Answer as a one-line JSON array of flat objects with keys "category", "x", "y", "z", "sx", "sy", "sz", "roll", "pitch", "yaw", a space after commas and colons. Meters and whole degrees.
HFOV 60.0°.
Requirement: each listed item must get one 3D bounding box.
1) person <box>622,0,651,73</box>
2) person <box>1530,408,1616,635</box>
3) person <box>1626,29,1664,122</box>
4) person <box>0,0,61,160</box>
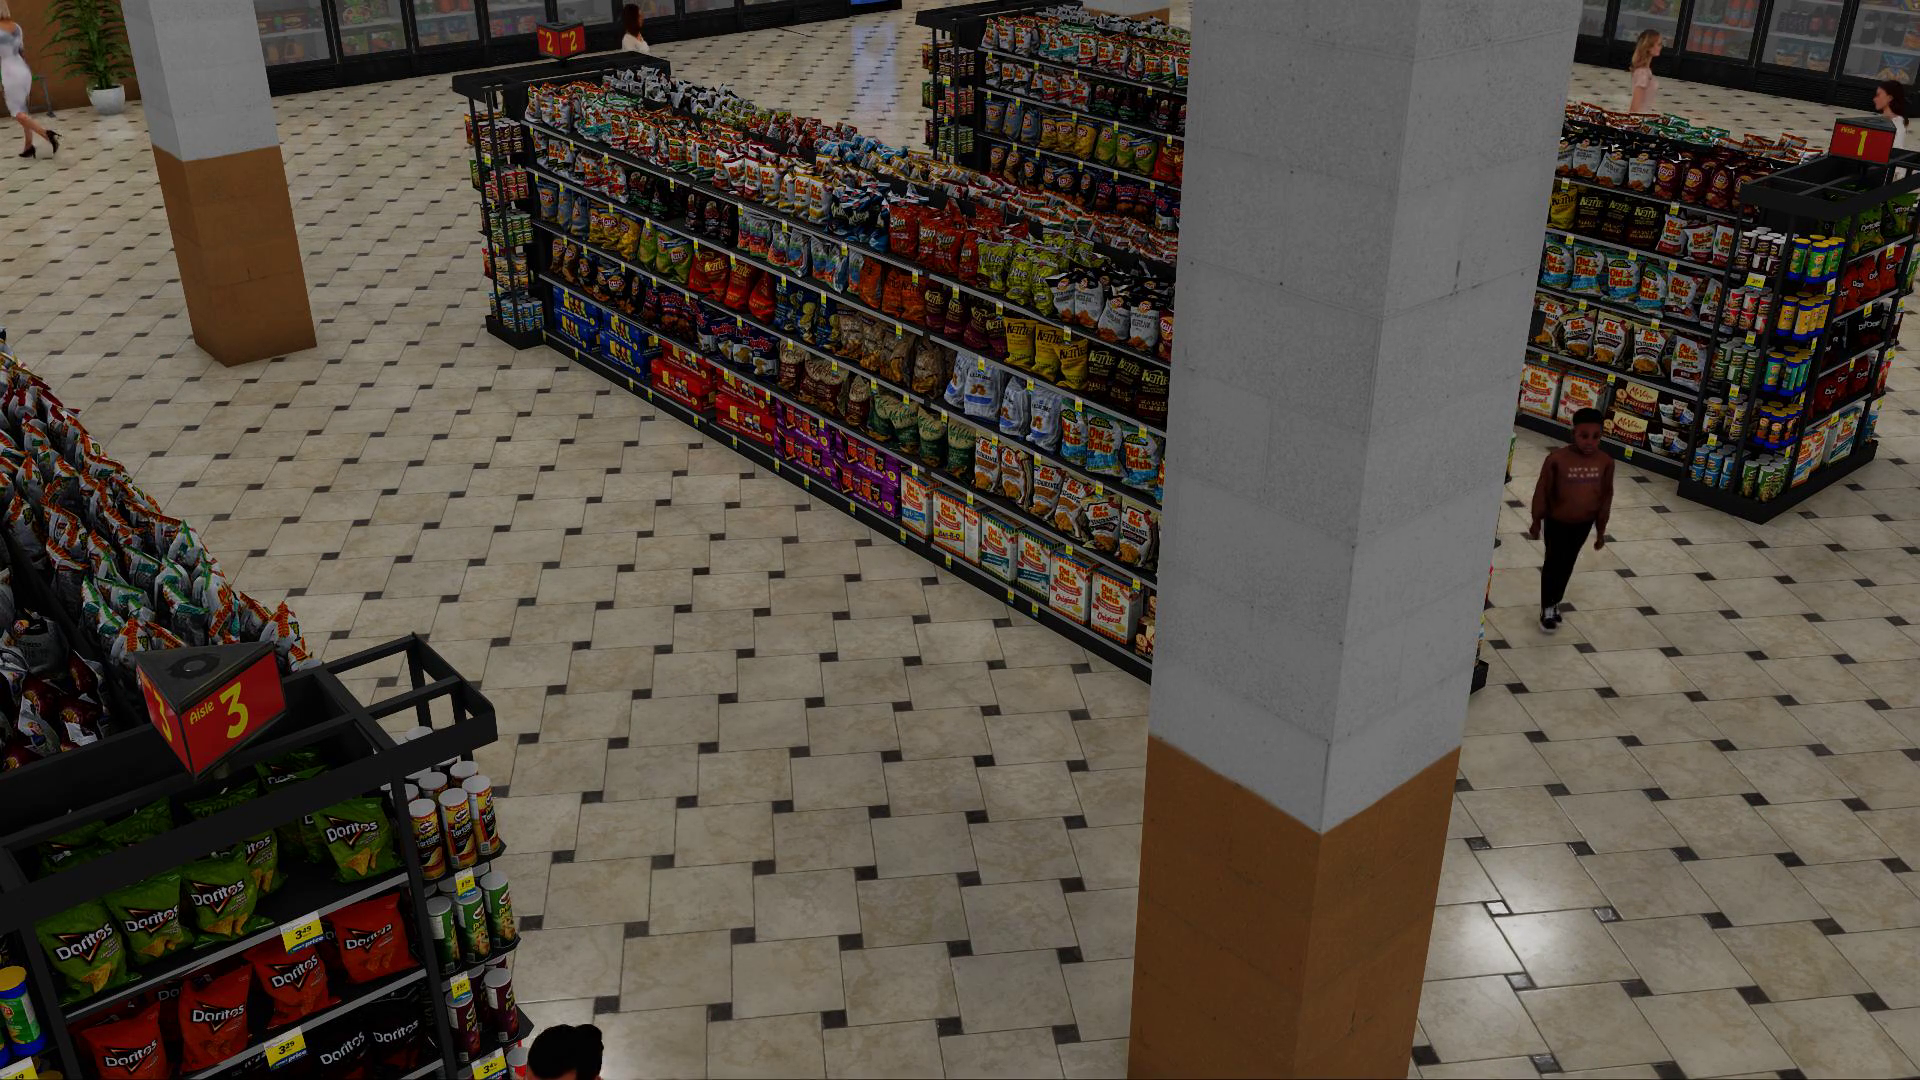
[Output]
[{"category": "person", "x": -3.477, "y": -4.781, "z": 17.522, "sx": 0.803, "sy": 1.670, "sz": 0.739, "roll": 2, "pitch": 27, "yaw": 3}, {"category": "person", "x": 3.226, "y": -0.141, "z": 8.839, "sx": 0.640, "sy": 1.247, "sz": 0.697, "roll": 2, "pitch": 27, "yaw": 3}, {"category": "person", "x": 6.122, "y": -3.781, "z": 15.421, "sx": 1.142, "sy": 1.788, "sz": 1.000, "roll": 6, "pitch": 28, "yaw": 12}, {"category": "person", "x": -9.976, "y": -4.891, "z": 17.667, "sx": 1.011, "sy": 1.735, "sz": 0.874, "roll": 8, "pitch": 28, "yaw": 15}]
